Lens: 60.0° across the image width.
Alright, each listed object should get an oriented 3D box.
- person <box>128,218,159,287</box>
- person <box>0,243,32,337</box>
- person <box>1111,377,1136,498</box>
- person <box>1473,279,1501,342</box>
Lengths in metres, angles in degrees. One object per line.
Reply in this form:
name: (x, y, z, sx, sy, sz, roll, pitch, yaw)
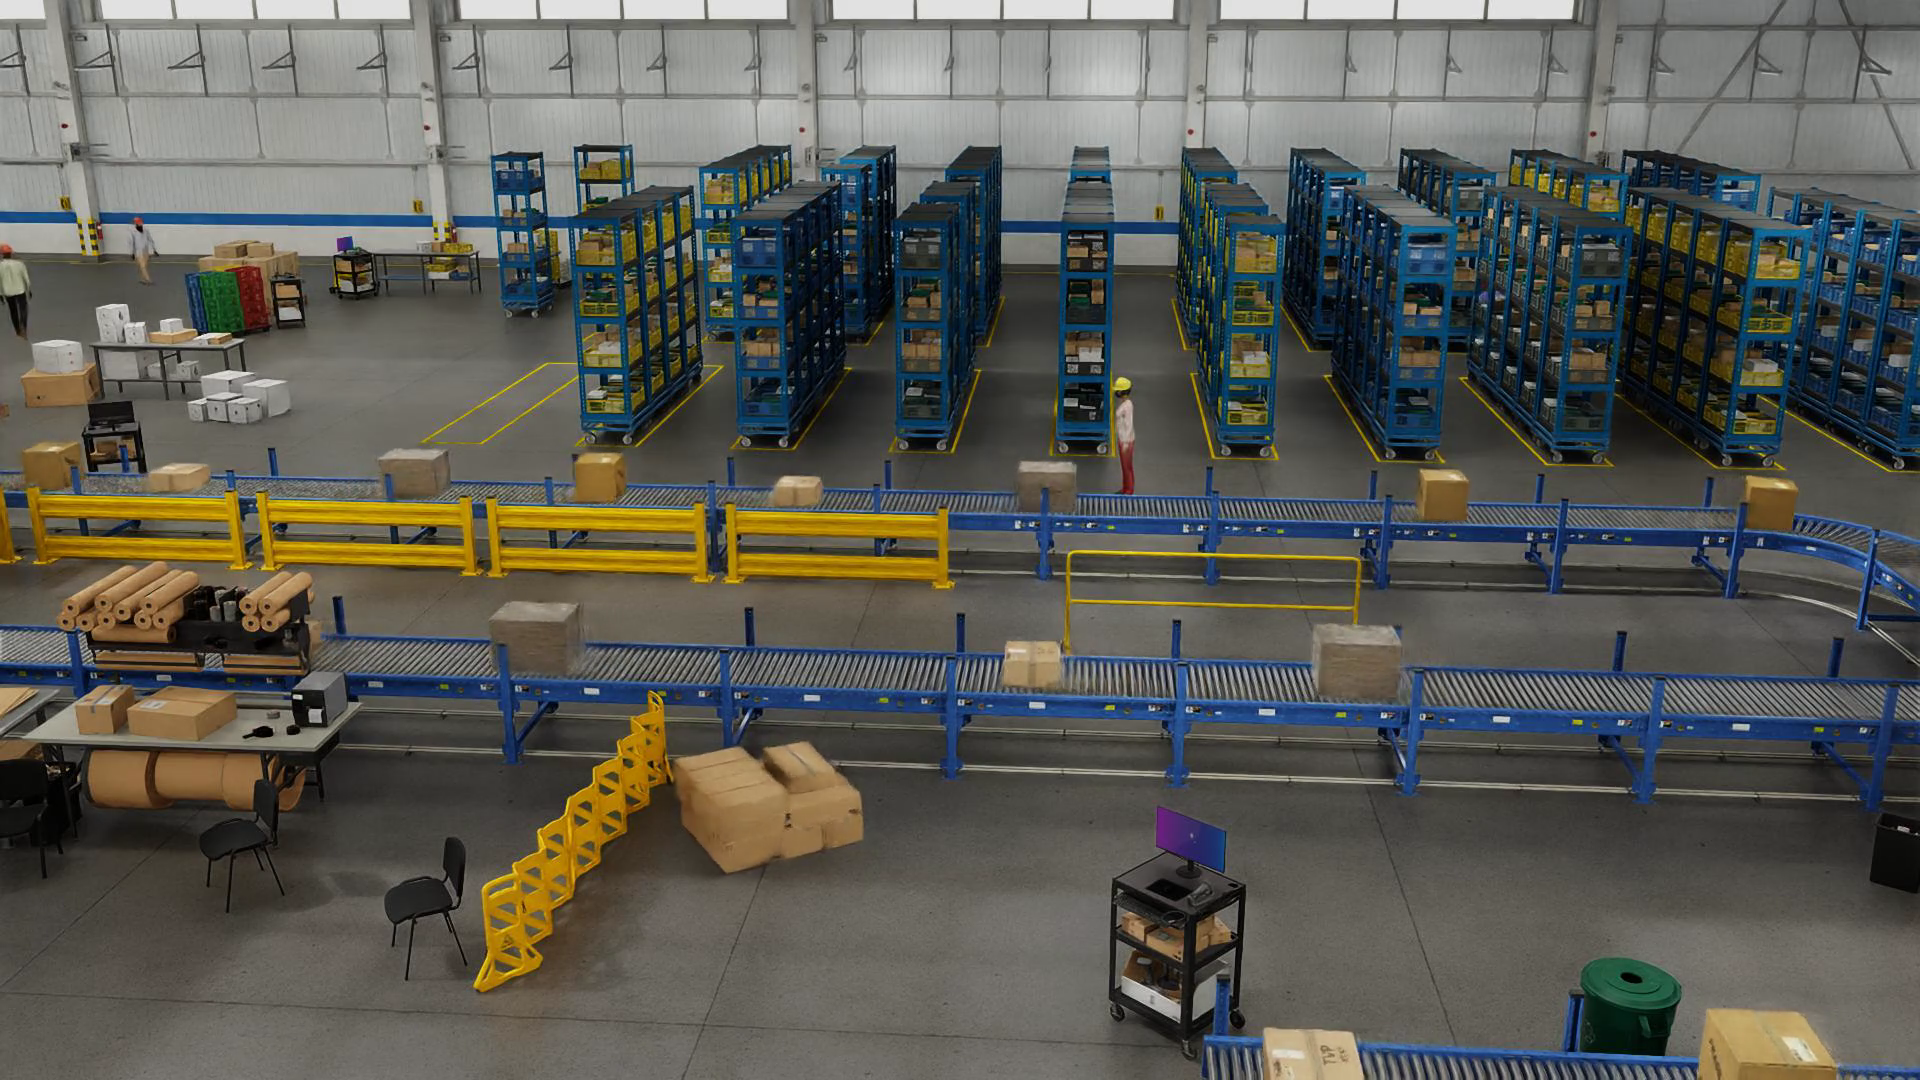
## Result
person: (-20.426, -7.211, 41.640, 0.889, 1.701, 0.579, 10, 20, 29)
person: (-19.837, -5.213, 34.863, 0.629, 1.978, 0.619, -7, 19, -20)
person: (2.268, -1.385, 23.068, 0.329, 1.765, 0.526, -1, 18, -2)
person: (10.053, -4.114, 31.663, 0.581, 1.799, 0.757, -15, 23, -39)
